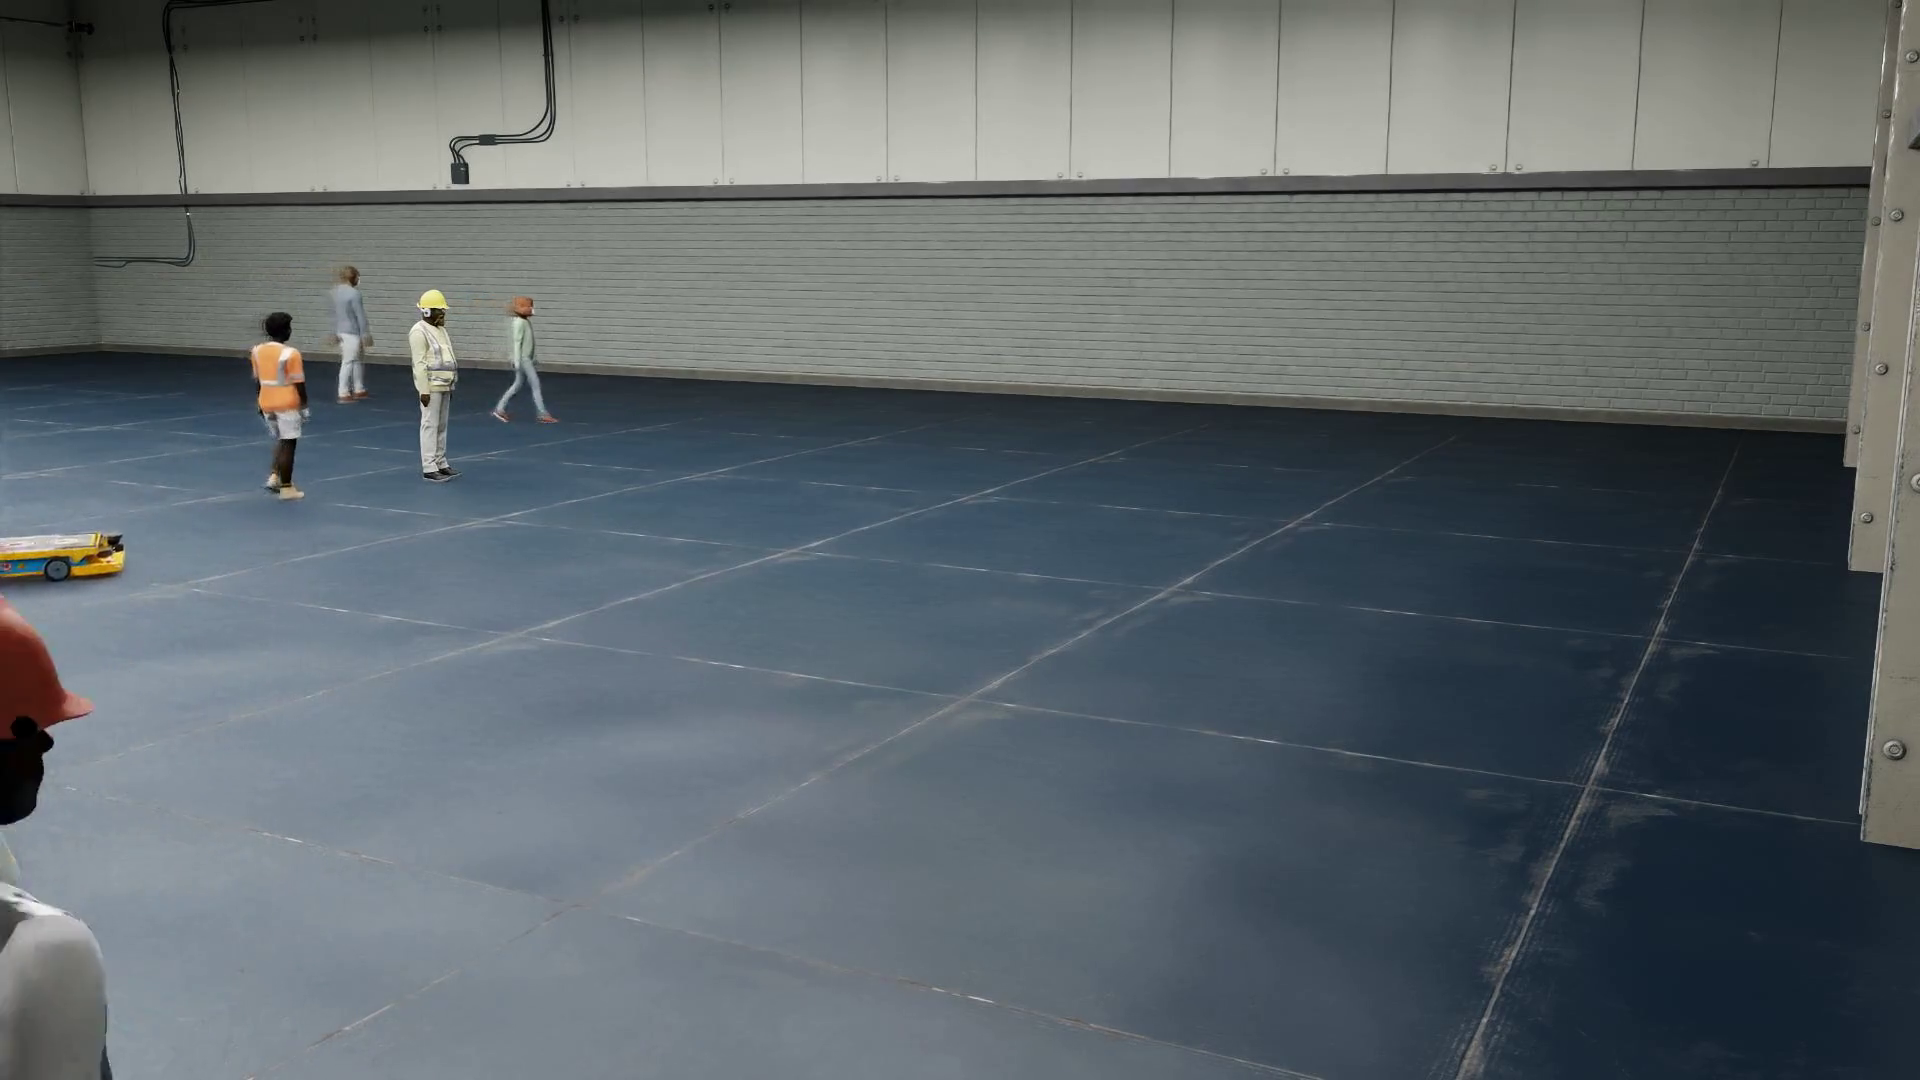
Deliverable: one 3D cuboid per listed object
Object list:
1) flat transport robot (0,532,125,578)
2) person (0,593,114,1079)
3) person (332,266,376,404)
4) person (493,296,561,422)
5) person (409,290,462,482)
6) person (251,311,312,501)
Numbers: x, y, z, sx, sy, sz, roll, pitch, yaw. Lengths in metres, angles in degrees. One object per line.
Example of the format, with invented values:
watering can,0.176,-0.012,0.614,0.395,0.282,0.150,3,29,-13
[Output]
flat transport robot,-6.569,0.130,11.465,1.431,0.197,0.652,-5,11,-24
person,-1.315,1.020,2.135,0.549,1.918,0.757,5,11,25
person,-8.491,-2.886,23.424,0.757,1.911,0.628,-9,14,-41
person,-5.501,-2.265,20.915,0.842,1.596,0.515,0,10,-2
person,-5.031,-1.478,15.977,0.404,1.828,0.603,1,10,5
person,-5.989,-1.181,14.751,0.551,1.680,0.381,5,11,25
